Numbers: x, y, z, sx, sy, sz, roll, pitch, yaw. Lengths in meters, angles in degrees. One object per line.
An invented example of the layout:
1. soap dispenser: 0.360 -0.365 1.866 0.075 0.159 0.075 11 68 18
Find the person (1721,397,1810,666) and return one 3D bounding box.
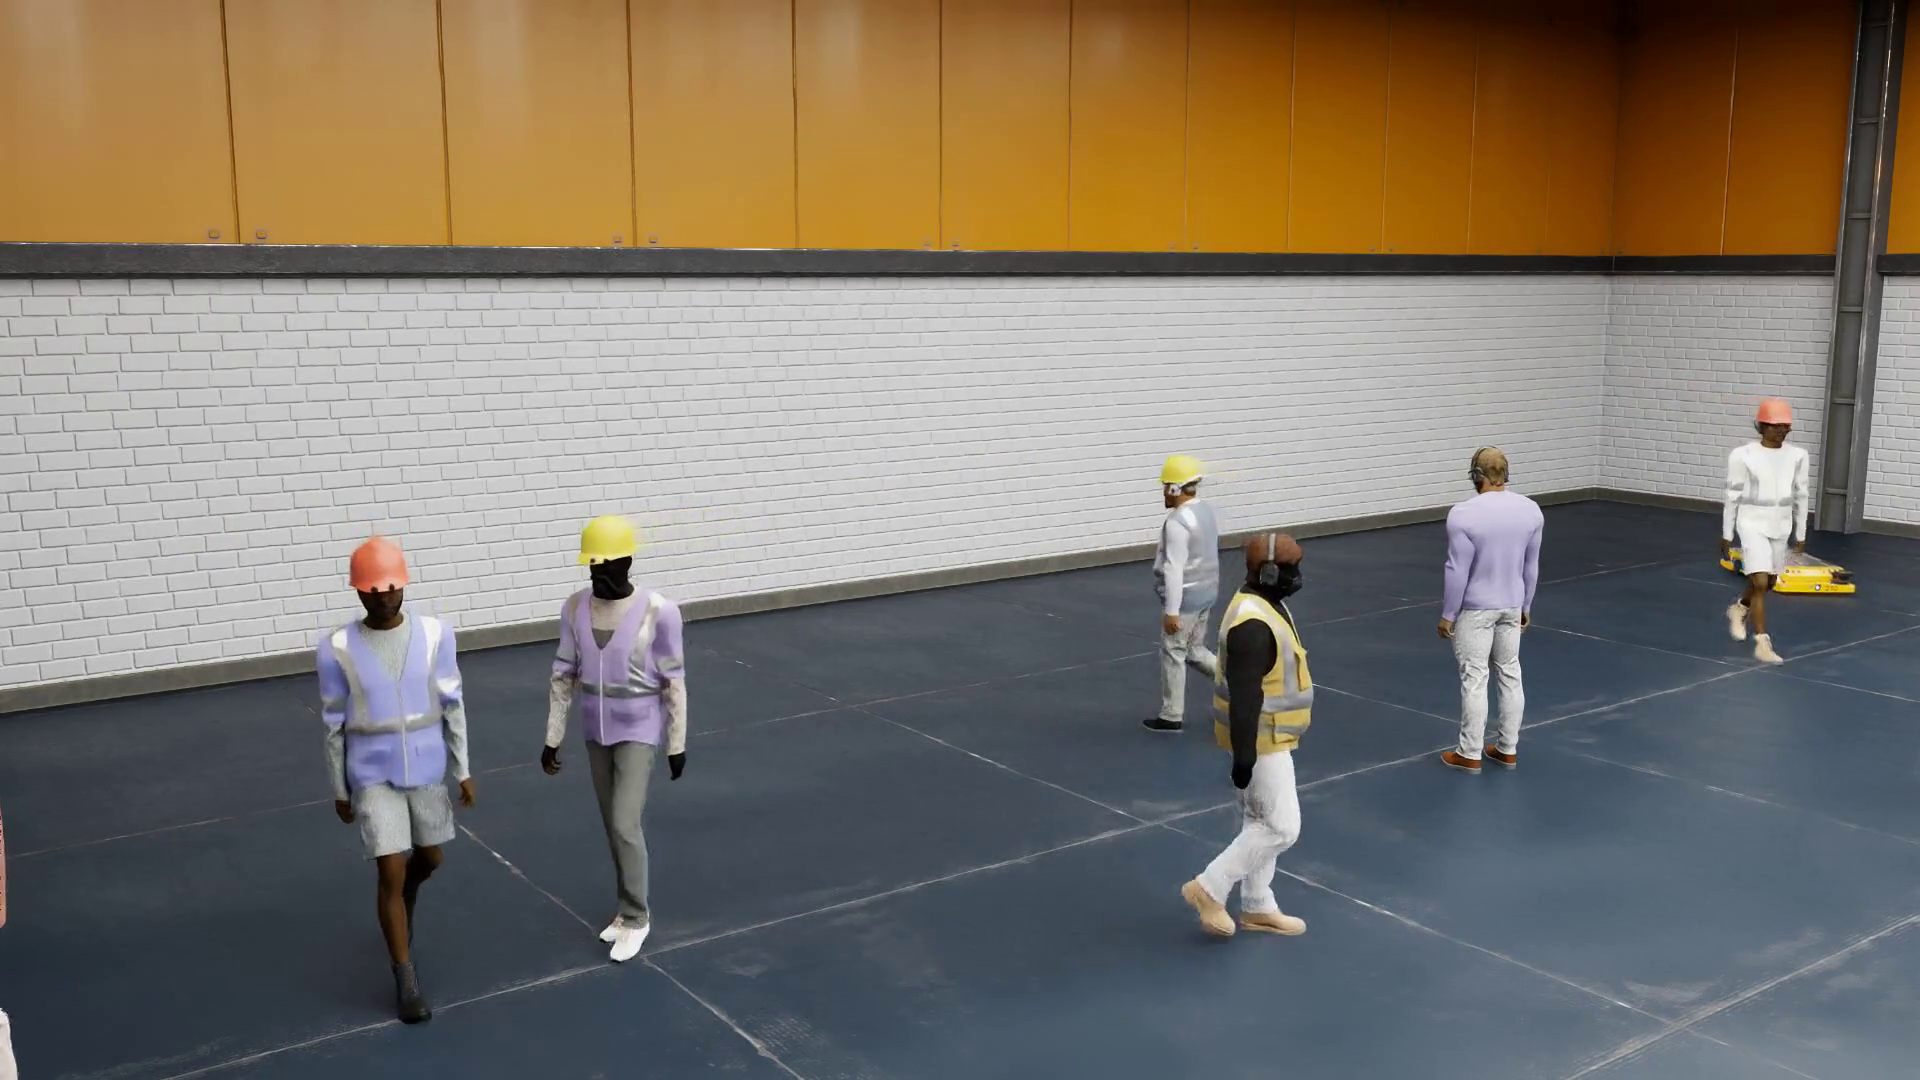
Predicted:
1. person: 6.146 -0.107 12.774 0.614 2.011 0.963 0 9 -1

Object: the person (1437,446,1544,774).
1. person: 3.096 0.413 9.771 0.627 1.935 0.371 -3 10 -18

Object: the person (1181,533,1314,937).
1. person: 1.310 0.867 7.301 0.465 1.824 0.631 2 9 12

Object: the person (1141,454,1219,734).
1. person: 1.511 0.363 10.488 0.667 1.807 0.597 5 10 28

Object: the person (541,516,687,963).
1. person: -1.524 0.849 7.157 0.604 1.908 0.615 4 10 25

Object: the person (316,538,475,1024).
1. person: -2.312 0.910 6.784 0.550 1.913 0.859 -6 11 -31

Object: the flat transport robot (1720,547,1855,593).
1. flat transport robot: 7.811 0.273 15.746 0.652 0.197 1.431 1 9 4
